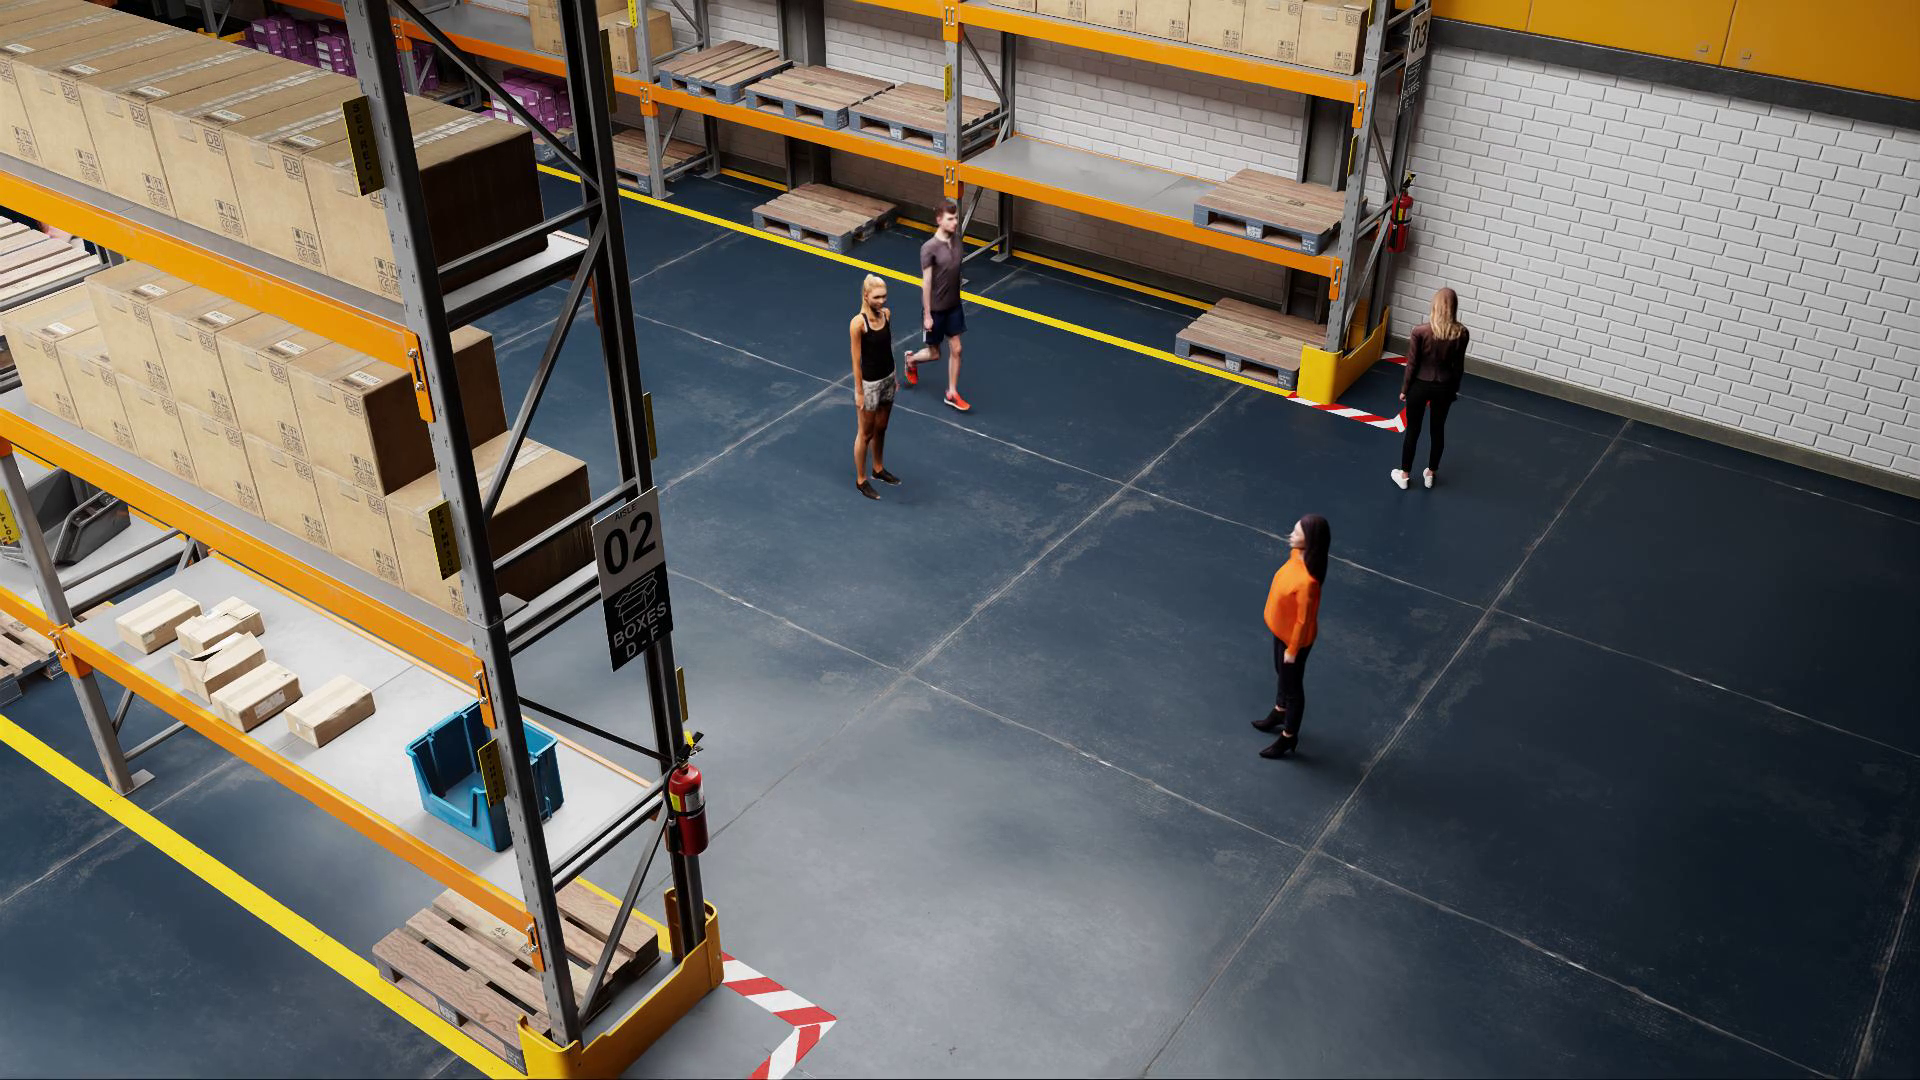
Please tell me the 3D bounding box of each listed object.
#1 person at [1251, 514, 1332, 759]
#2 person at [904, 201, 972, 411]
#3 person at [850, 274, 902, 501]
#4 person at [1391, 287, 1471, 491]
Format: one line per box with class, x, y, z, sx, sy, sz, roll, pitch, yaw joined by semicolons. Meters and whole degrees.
person;2.065;0.576;10.278;0.737;1.748;0.711;1;34;1
person;-0.209;-1.993;14.067;0.785;1.832;1.040;-28;42;-35
person;-0.666;-1.225;12.901;0.529;1.845;0.624;24;41;32
person;3.664;-1.172;12.947;0.638;1.704;0.735;-1;34;-1
